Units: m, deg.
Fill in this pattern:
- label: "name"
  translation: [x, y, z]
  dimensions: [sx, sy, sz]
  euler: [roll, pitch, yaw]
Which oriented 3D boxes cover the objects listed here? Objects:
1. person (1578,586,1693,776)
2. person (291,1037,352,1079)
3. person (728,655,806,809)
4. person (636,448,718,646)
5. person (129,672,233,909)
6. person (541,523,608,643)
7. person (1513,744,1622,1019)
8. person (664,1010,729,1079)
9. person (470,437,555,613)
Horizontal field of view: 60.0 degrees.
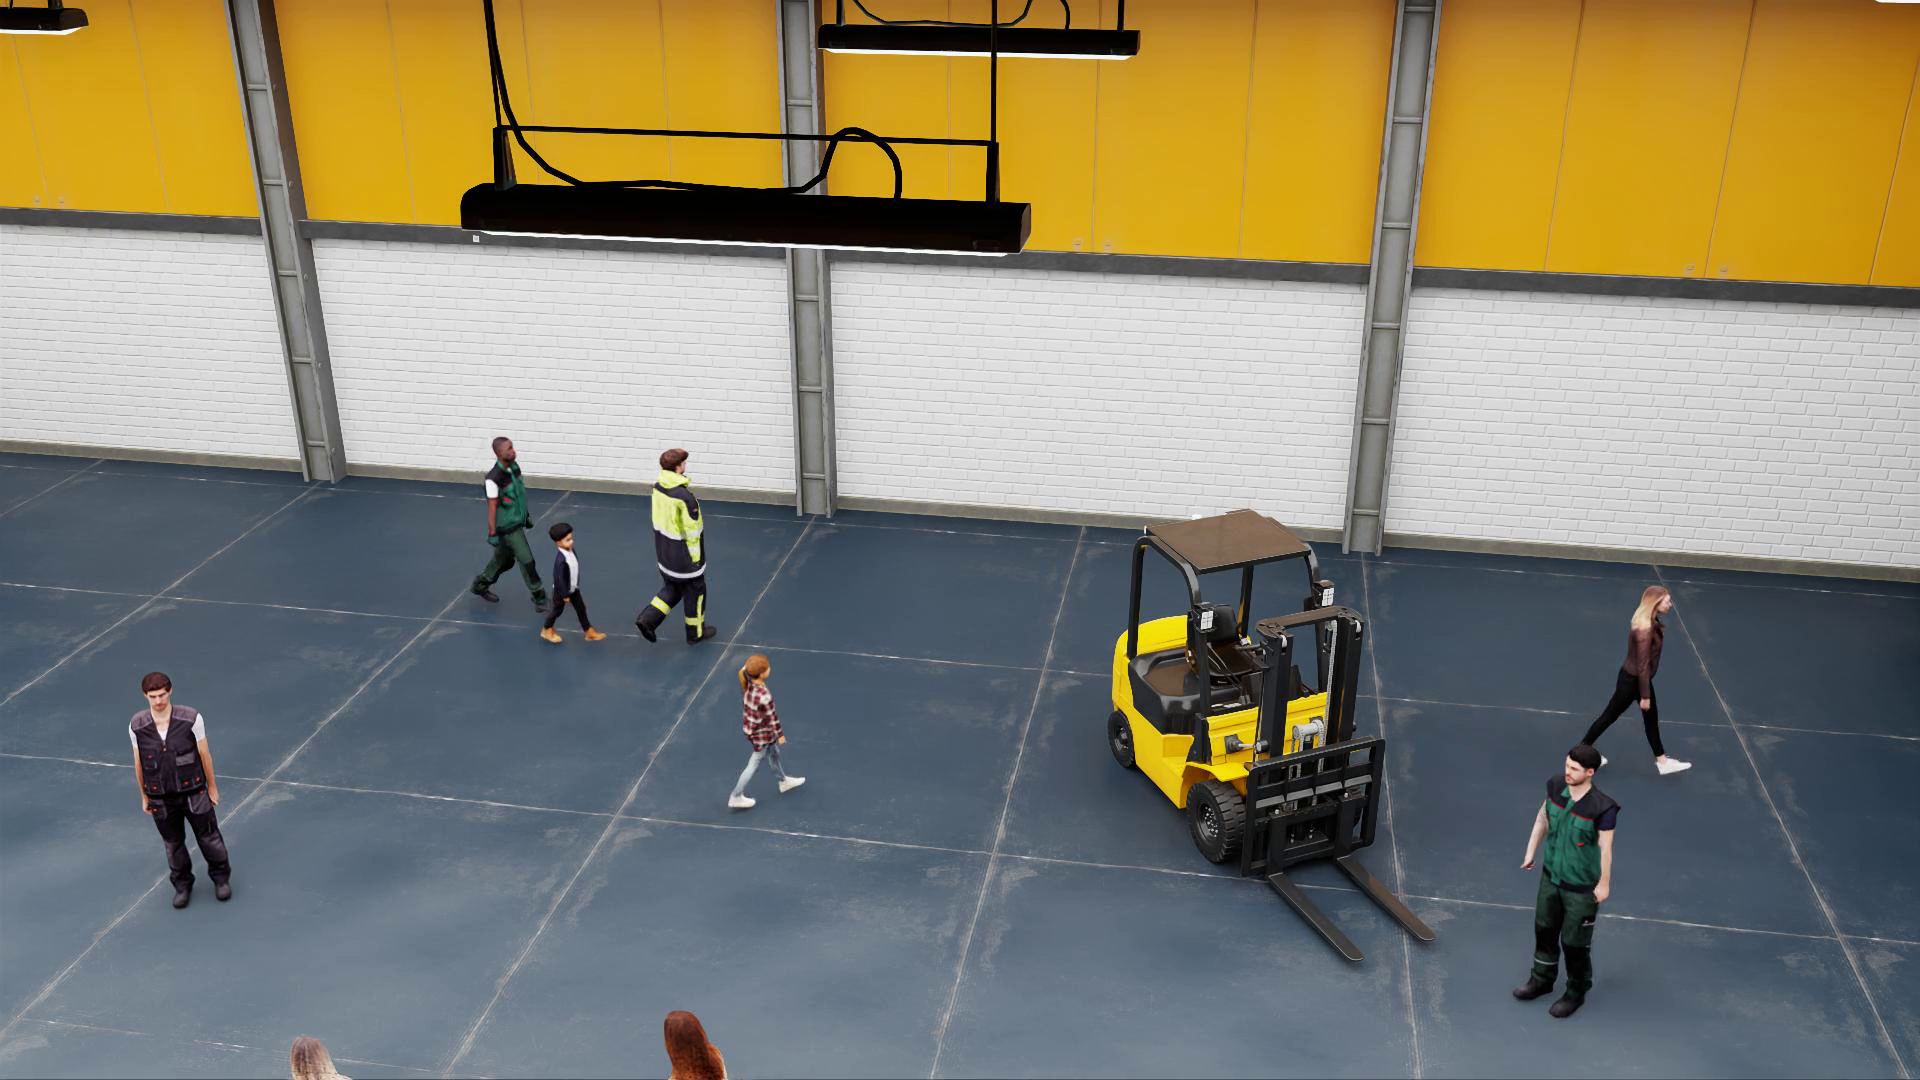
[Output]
- label: "person"
  translation: [5.333, 1.137, 13.366]
  dimensions: [1.178, 1.653, 0.860]
  euler: [12, 26, 25]
- label: "person"
  translation: [-3.126, 3.302, 8.393]
  dimensions: [0.944, 1.669, 0.800]
  euler: [13, 27, 27]
- label: "person"
  translation: [-1.609, 1.519, 12.963]
  dimensions: [0.976, 1.276, 0.866]
  euler: [-12, 27, -26]
- label: "person"
  translation: [-2.655, 0.104, 15.338]
  dimensions: [1.158, 1.965, 1.131]
  euler: [-20, 31, -38]
- label: "person"
  translation: [-5.509, 1.749, 11.726]
  dimensions: [0.688, 1.843, 0.804]
  euler: [-6, 24, -14]
- label: "person"
  translation: [-3.750, 0.418, 15.576]
  dimensions: [0.849, 1.199, 0.538]
  euler: [6, 24, 13]
- label: "person"
  translation: [3.987, 2.150, 10.746]
  dimensions: [0.904, 1.894, 0.860]
  euler: [-14, 27, -29]
- label: "person"
  translation: [-1.266, 3.179, 8.637]
  dimensions: [0.763, 1.699, 0.702]
  euler: [18, 29, 35]
- label: "person"
  translation: [-4.444, -0.133, 16.094]
  dimensions: [1.198, 1.795, 0.681]
  euler: [4, 24, 9]
